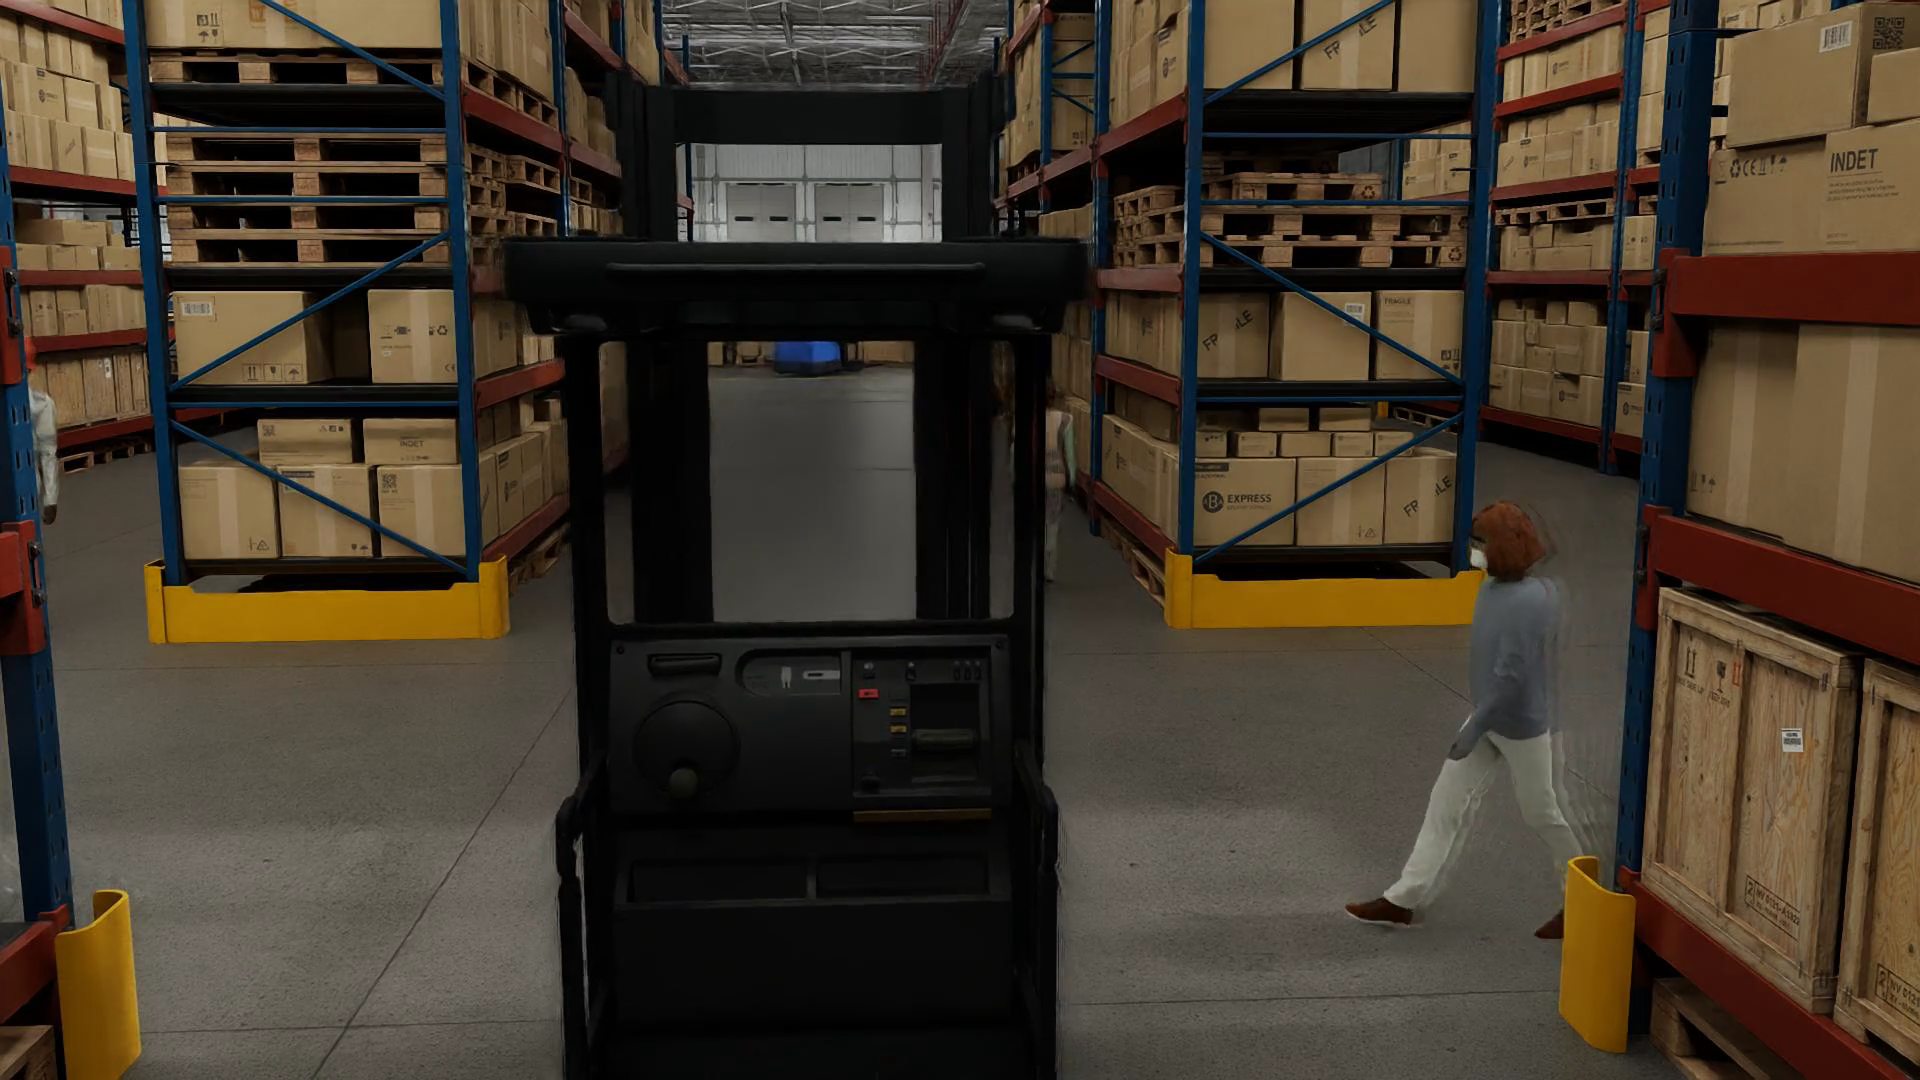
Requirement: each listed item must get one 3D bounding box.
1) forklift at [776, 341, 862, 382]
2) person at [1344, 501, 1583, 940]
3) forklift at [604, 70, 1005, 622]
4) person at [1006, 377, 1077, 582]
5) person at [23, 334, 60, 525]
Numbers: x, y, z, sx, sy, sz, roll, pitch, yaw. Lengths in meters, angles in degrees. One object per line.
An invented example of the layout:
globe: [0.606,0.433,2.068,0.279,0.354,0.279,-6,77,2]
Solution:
forklift: [-3.174,-4.972,37.048,1.129,2.768,1.873,5,10,30]
person: [1.882,0.648,5.826,0.892,1.581,0.501,-1,9,-9]
forklift: [-0.368,0.255,4.232,1.129,2.768,1.873,-1,9,-4]
person: [0.617,-0.424,12.491,0.527,1.613,0.782,-1,9,-5]
person: [-6.003,-0.304,10.475,0.631,2.005,0.516,-5,10,-29]
